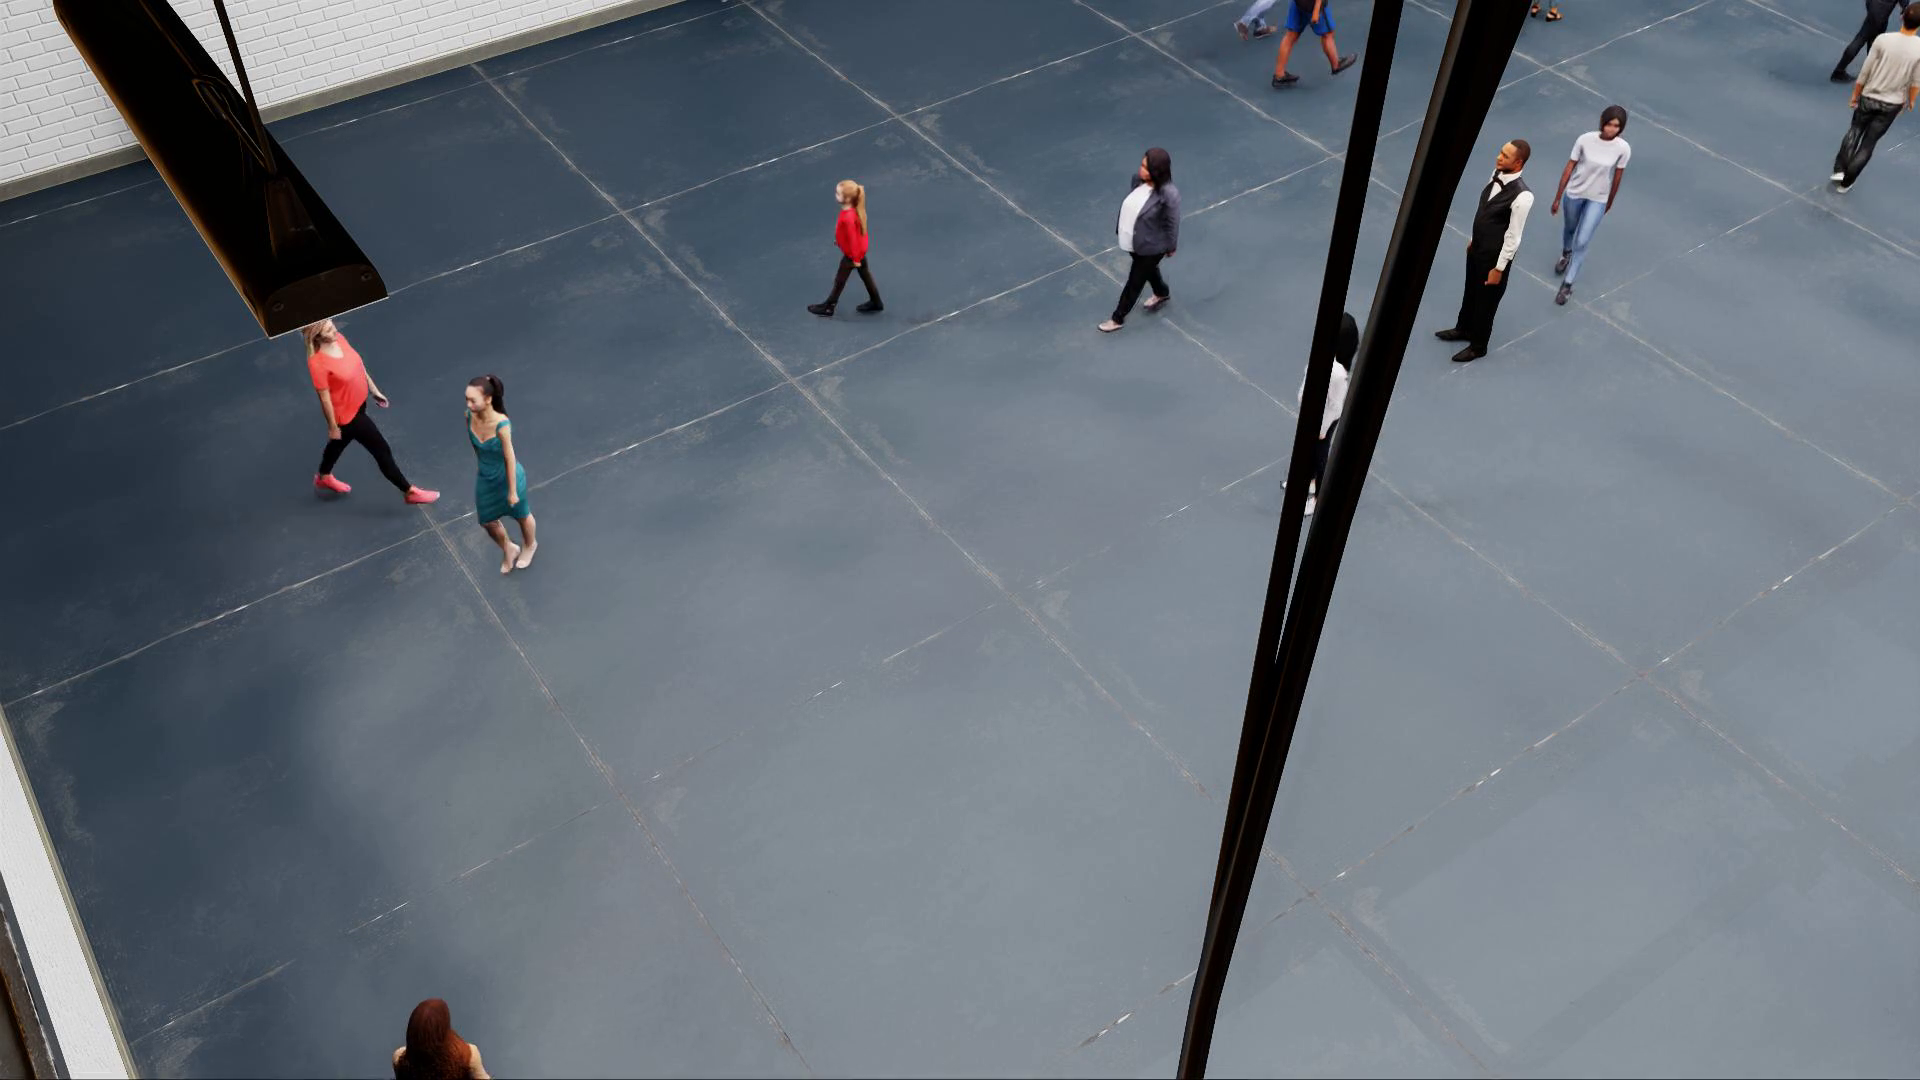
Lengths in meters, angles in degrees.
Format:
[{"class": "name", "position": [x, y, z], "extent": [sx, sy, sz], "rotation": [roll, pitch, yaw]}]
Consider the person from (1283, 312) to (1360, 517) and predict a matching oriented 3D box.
[{"class": "person", "position": [2.550, -0.895, 11.677], "extent": [0.728, 1.699, 0.708], "rotation": [-1, 44, -1]}]

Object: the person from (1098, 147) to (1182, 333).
[{"class": "person", "position": [1.552, -2.444, 13.405], "extent": [1.032, 1.559, 0.702], "rotation": [-24, 48, -23]}]

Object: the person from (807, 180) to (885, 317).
[{"class": "person", "position": [-0.809, -2.356, 13.532], "extent": [0.911, 1.255, 0.789], "rotation": [2, 44, 2]}]

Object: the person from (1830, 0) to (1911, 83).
[{"class": "person", "position": [8.930, -5.246, 16.269], "extent": [0.944, 1.665, 0.862], "rotation": [3, 44, 3]}]

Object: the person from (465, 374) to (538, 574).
[{"class": "person", "position": [-3.045, -0.461, 11.241], "extent": [0.690, 1.673, 0.722], "rotation": [20, 47, 20]}]

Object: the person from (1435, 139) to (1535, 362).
[{"class": "person", "position": [4.150, -2.265, 12.956], "extent": [0.734, 1.919, 0.770], "rotation": [-8, 44, -8]}]

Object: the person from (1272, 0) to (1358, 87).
[{"class": "person", "position": [3.334, -5.230, 16.191], "extent": [1.164, 1.750, 0.772], "rotation": [-16, 46, -16]}]

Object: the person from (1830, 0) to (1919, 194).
[{"class": "person", "position": [8.138, -3.861, 14.718], "extent": [0.740, 1.800, 0.727], "rotation": [27, 50, 25]}]

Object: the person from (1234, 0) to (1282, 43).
[{"class": "person", "position": [3.062, -5.906, 16.841], "extent": [0.919, 1.832, 0.734], "rotation": [-19, 47, -19]}]

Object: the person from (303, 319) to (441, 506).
[{"class": "person", "position": [-4.393, -0.902, 11.722], "extent": [1.232, 1.647, 1.042], "rotation": [1, 44, 1]}]

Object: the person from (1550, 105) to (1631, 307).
[{"class": "person", "position": [5.178, -2.847, 13.743], "extent": [0.958, 1.675, 1.223], "rotation": [21, 48, 21]}]

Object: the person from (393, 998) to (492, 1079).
[{"class": "person", "position": [-2.411, 2.773, 7.830], "extent": [0.805, 1.695, 0.888], "rotation": [-8, 44, -8]}]
